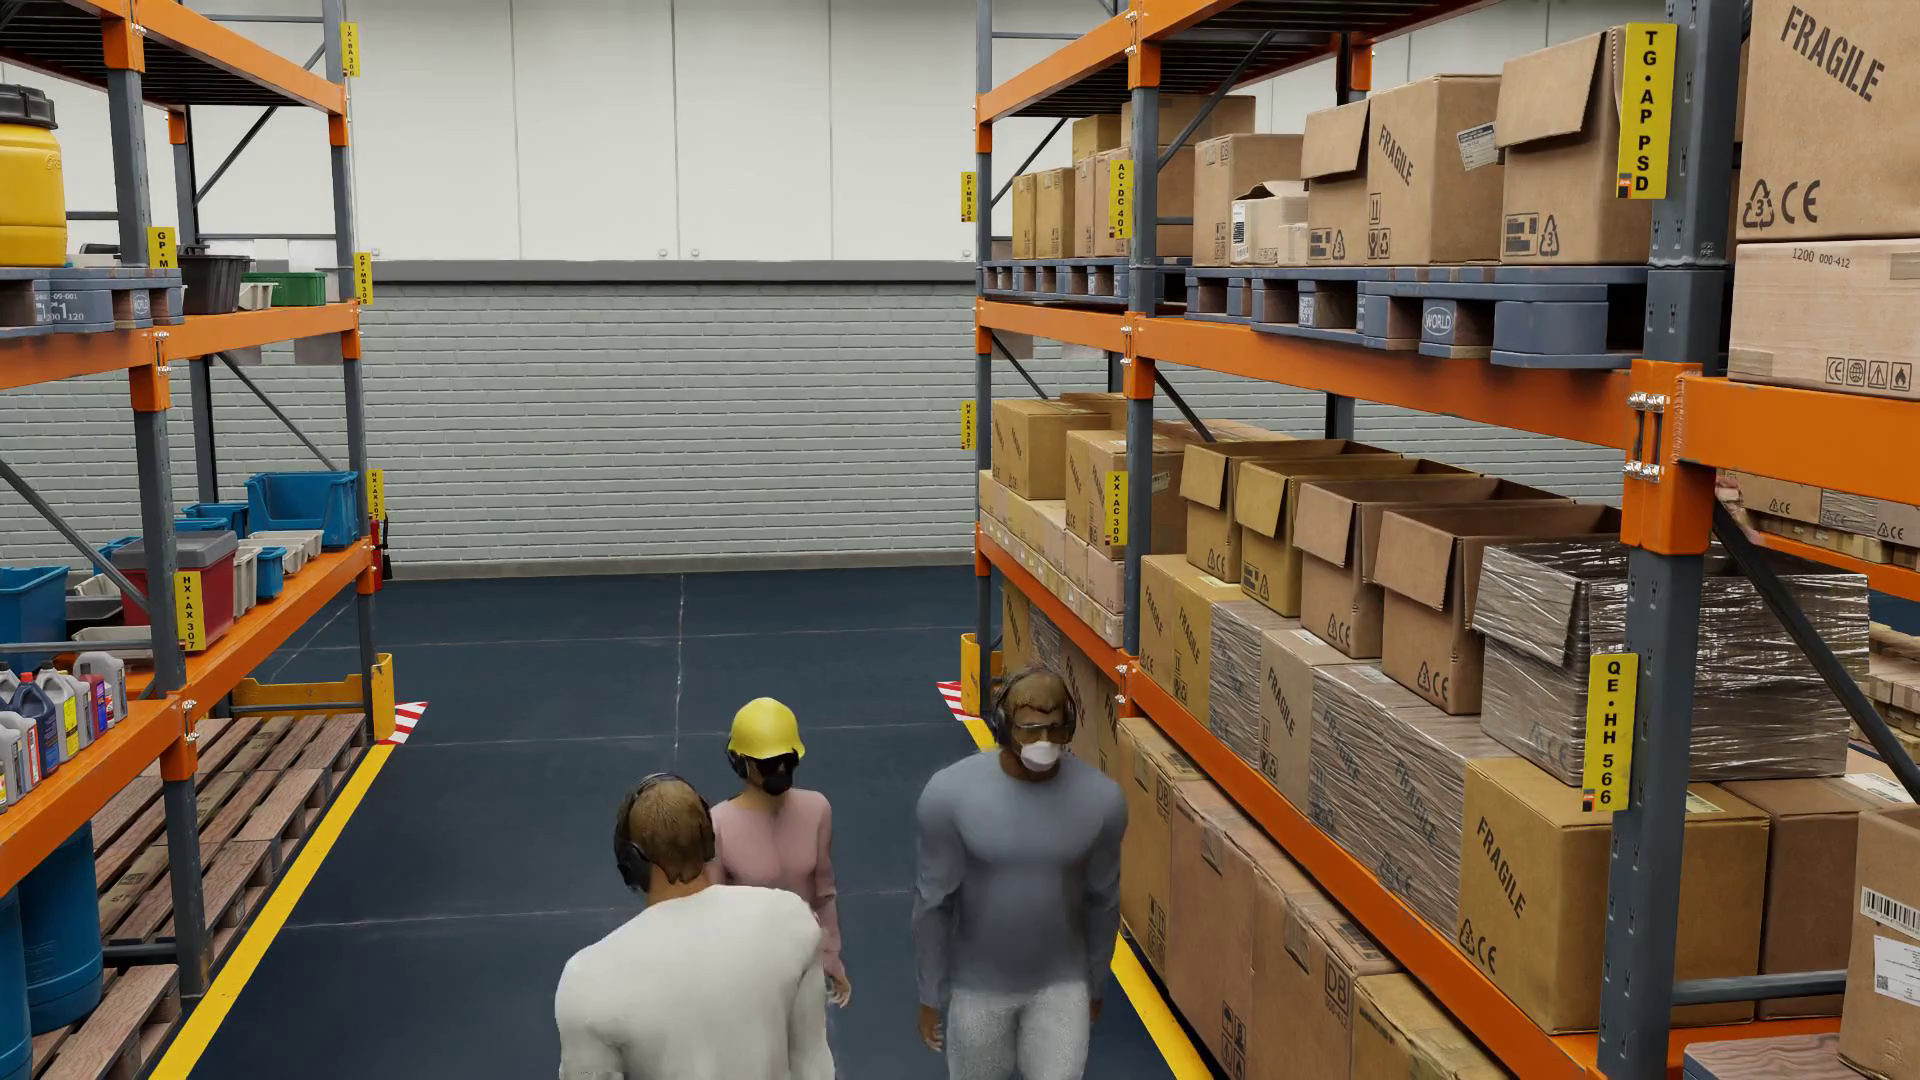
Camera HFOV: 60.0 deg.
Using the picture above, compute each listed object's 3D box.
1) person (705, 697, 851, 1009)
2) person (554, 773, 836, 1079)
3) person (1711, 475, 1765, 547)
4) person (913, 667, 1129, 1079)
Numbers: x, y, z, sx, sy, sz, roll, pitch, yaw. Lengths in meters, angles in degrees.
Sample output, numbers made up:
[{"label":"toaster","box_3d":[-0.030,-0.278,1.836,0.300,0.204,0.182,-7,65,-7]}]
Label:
[{"label":"person","box_3d":[-0.586,1.338,5.107,0.527,1.767,0.324,-9,13,-43]},{"label":"person","box_3d":[-0.624,1.465,3.850,0.648,1.909,0.653,-6,11,-34]},{"label":"person","box_3d":[4.330,0.540,9.700,0.647,1.875,0.901,0,9,0]},{"label":"person","box_3d":[0.168,1.278,4.988,0.643,1.923,0.772,-1,9,-5]}]
